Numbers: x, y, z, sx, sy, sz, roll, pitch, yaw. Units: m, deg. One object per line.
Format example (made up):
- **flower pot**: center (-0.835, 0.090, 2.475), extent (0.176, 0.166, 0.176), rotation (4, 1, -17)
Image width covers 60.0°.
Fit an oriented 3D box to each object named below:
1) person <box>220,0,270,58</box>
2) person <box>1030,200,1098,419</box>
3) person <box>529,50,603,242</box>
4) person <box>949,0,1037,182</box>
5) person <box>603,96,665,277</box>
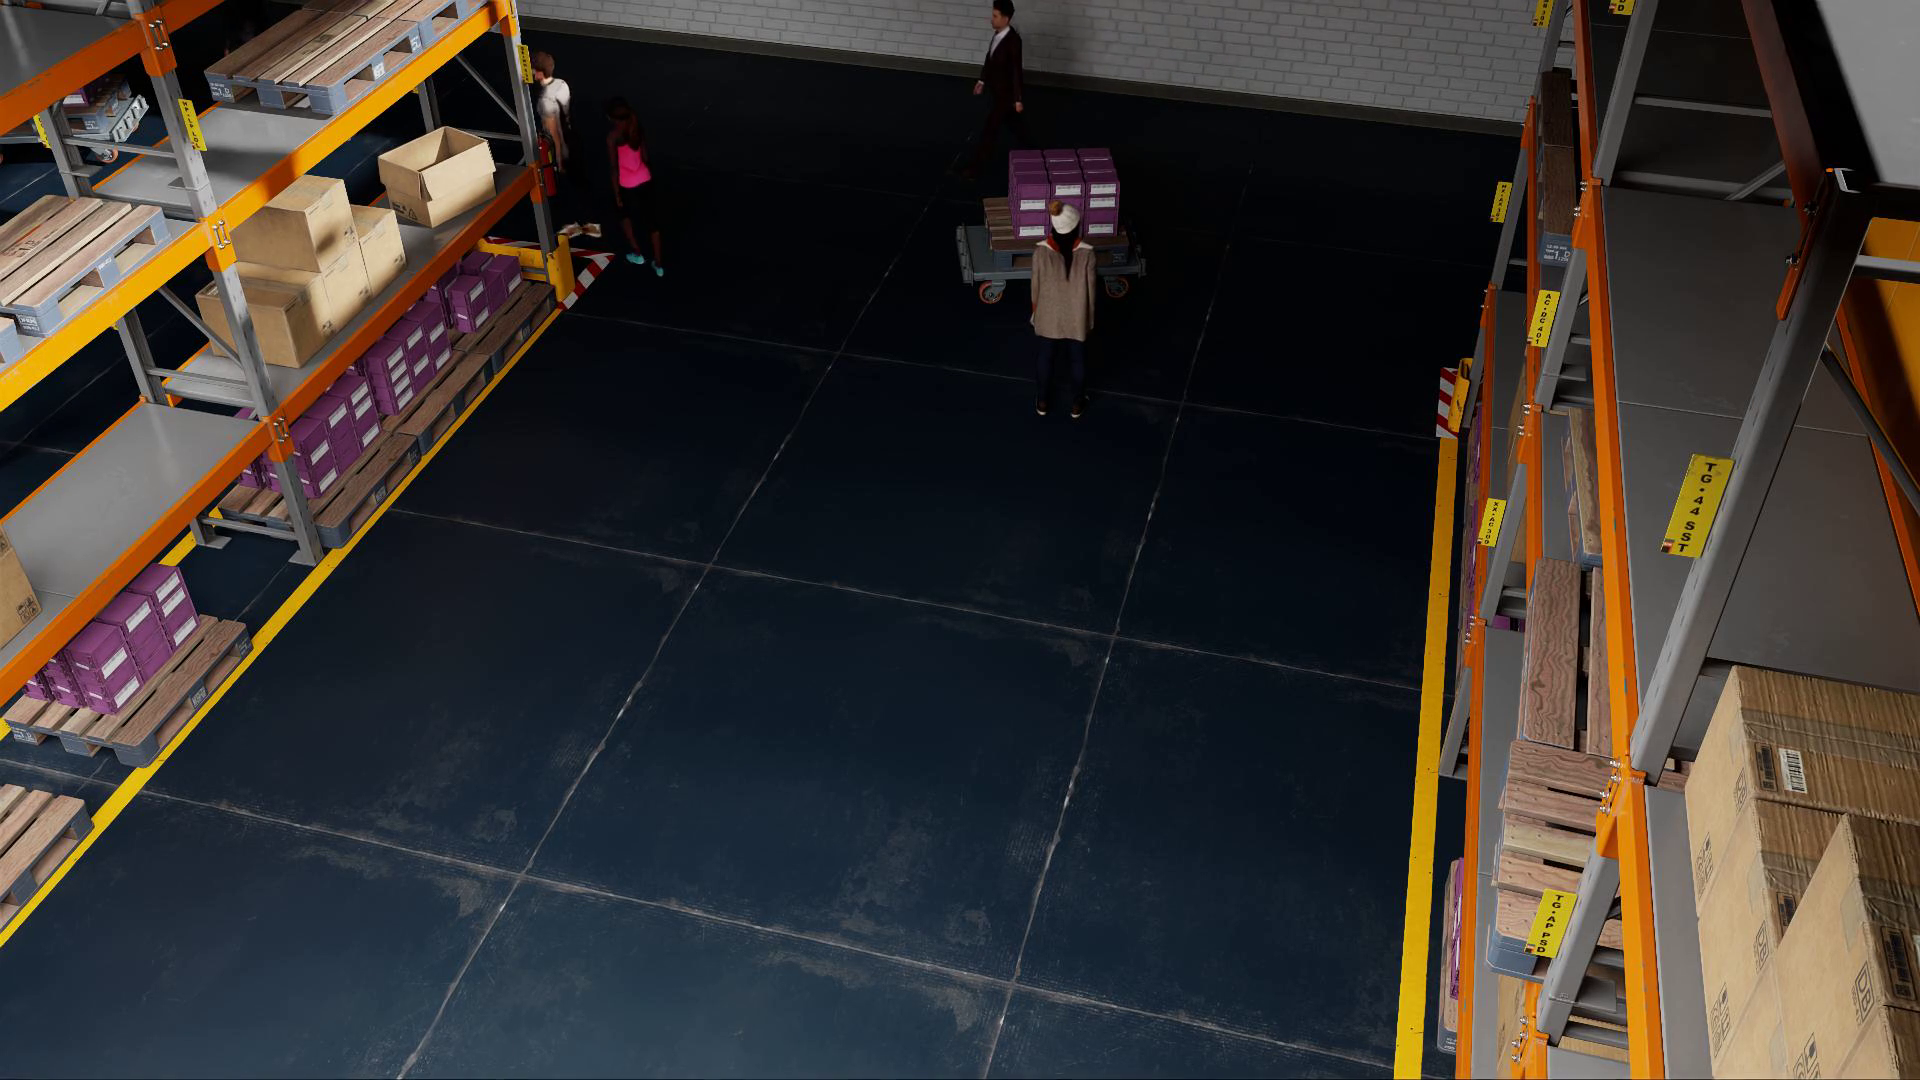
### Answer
- **person**: center (-7.371, -5.143, 17.475), extent (0.910, 1.669, 1.179), rotation (20, 43, 23)
- **person**: center (0.808, -1.822, 13.137), extent (0.682, 1.893, 0.661), rotation (7, 39, 9)
- **person**: center (-3.597, -3.605, 15.390), extent (0.748, 1.869, 0.597), rotation (12, 40, 15)
- **person**: center (0.524, -4.442, 16.483), extent (1.153, 1.811, 1.259), rotation (-9, 40, -12)
- **person**: center (-2.894, -3.139, 14.938), extent (0.785, 1.705, 0.846), rotation (-18, 42, -22)
